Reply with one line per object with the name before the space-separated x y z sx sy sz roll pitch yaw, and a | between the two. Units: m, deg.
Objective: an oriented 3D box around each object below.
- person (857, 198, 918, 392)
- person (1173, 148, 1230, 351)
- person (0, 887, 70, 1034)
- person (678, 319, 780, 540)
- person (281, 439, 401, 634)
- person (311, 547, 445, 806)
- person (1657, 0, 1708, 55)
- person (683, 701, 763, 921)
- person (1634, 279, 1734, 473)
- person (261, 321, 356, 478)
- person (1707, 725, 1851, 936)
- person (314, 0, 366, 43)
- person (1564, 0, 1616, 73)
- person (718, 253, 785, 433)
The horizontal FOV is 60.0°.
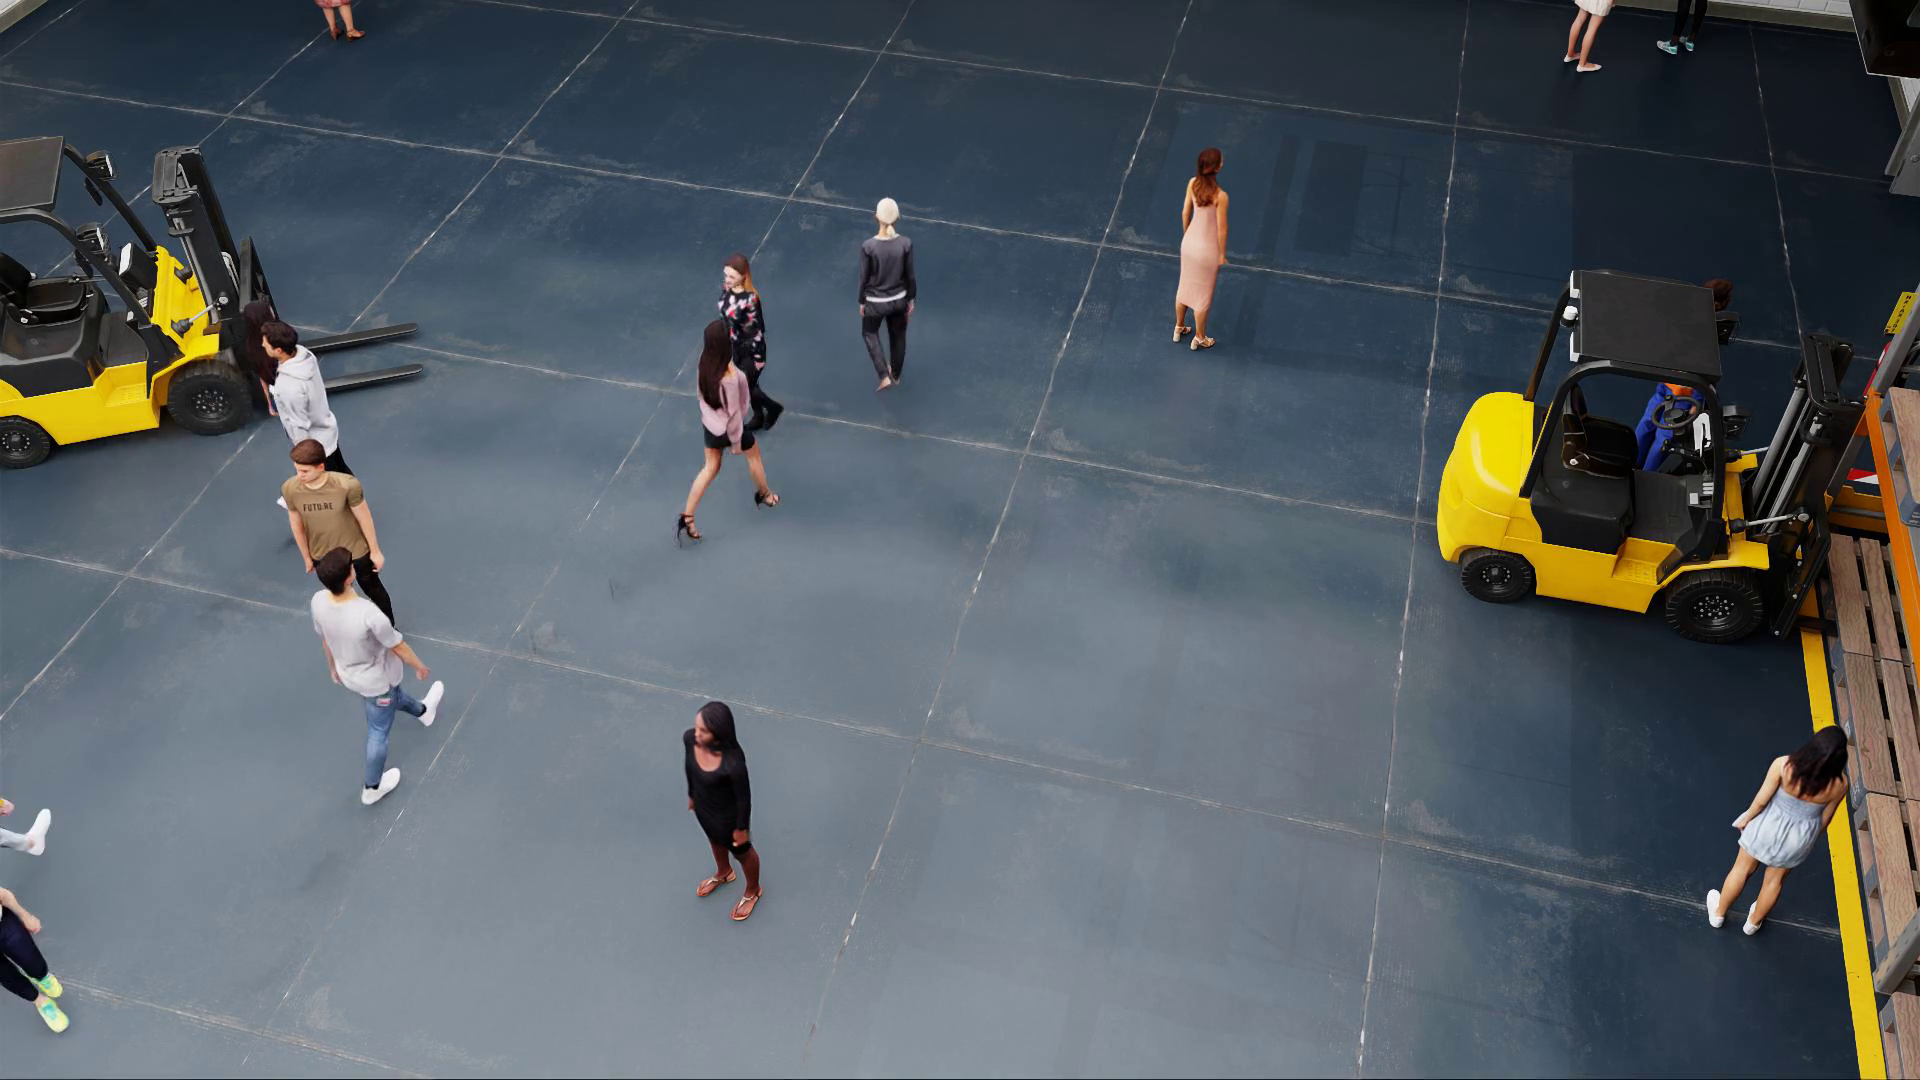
person | -0.561 -1.851 12.989 0.797 1.712 0.867 -10 45 -11
person | 1.943 -2.346 13.423 0.682 1.831 0.665 -32 52 -29
person | -5.247 2.074 8.887 0.850 1.688 0.777 33 53 30
person | -1.744 -0.727 11.767 1.202 1.771 1.038 -29 51 -27
person | -4.043 0.061 10.882 0.737 1.850 0.687 -4 44 -4
person | -3.621 0.856 10.057 0.811 1.838 1.218 17 46 17
person | 7.676 -5.914 17.183 0.687 1.811 0.689 -12 45 -12
person | -1.350 1.522 9.444 0.684 1.719 0.657 30 51 28
person | 5.246 -1.124 12.116 0.839 1.864 0.694 -6 44 -6
person | -4.516 -0.750 11.676 0.827 1.930 0.695 -7 44 -7
person | 4.603 1.630 9.322 0.603 1.731 0.550 15 46 15
person | -6.645 -6.041 17.402 0.593 1.692 0.566 8 44 8
person | 6.524 -5.642 16.969 0.707 1.712 0.624 -14 45 -14
person | -1.543 -1.496 12.646 0.798 1.672 0.743 -26 50 -25
